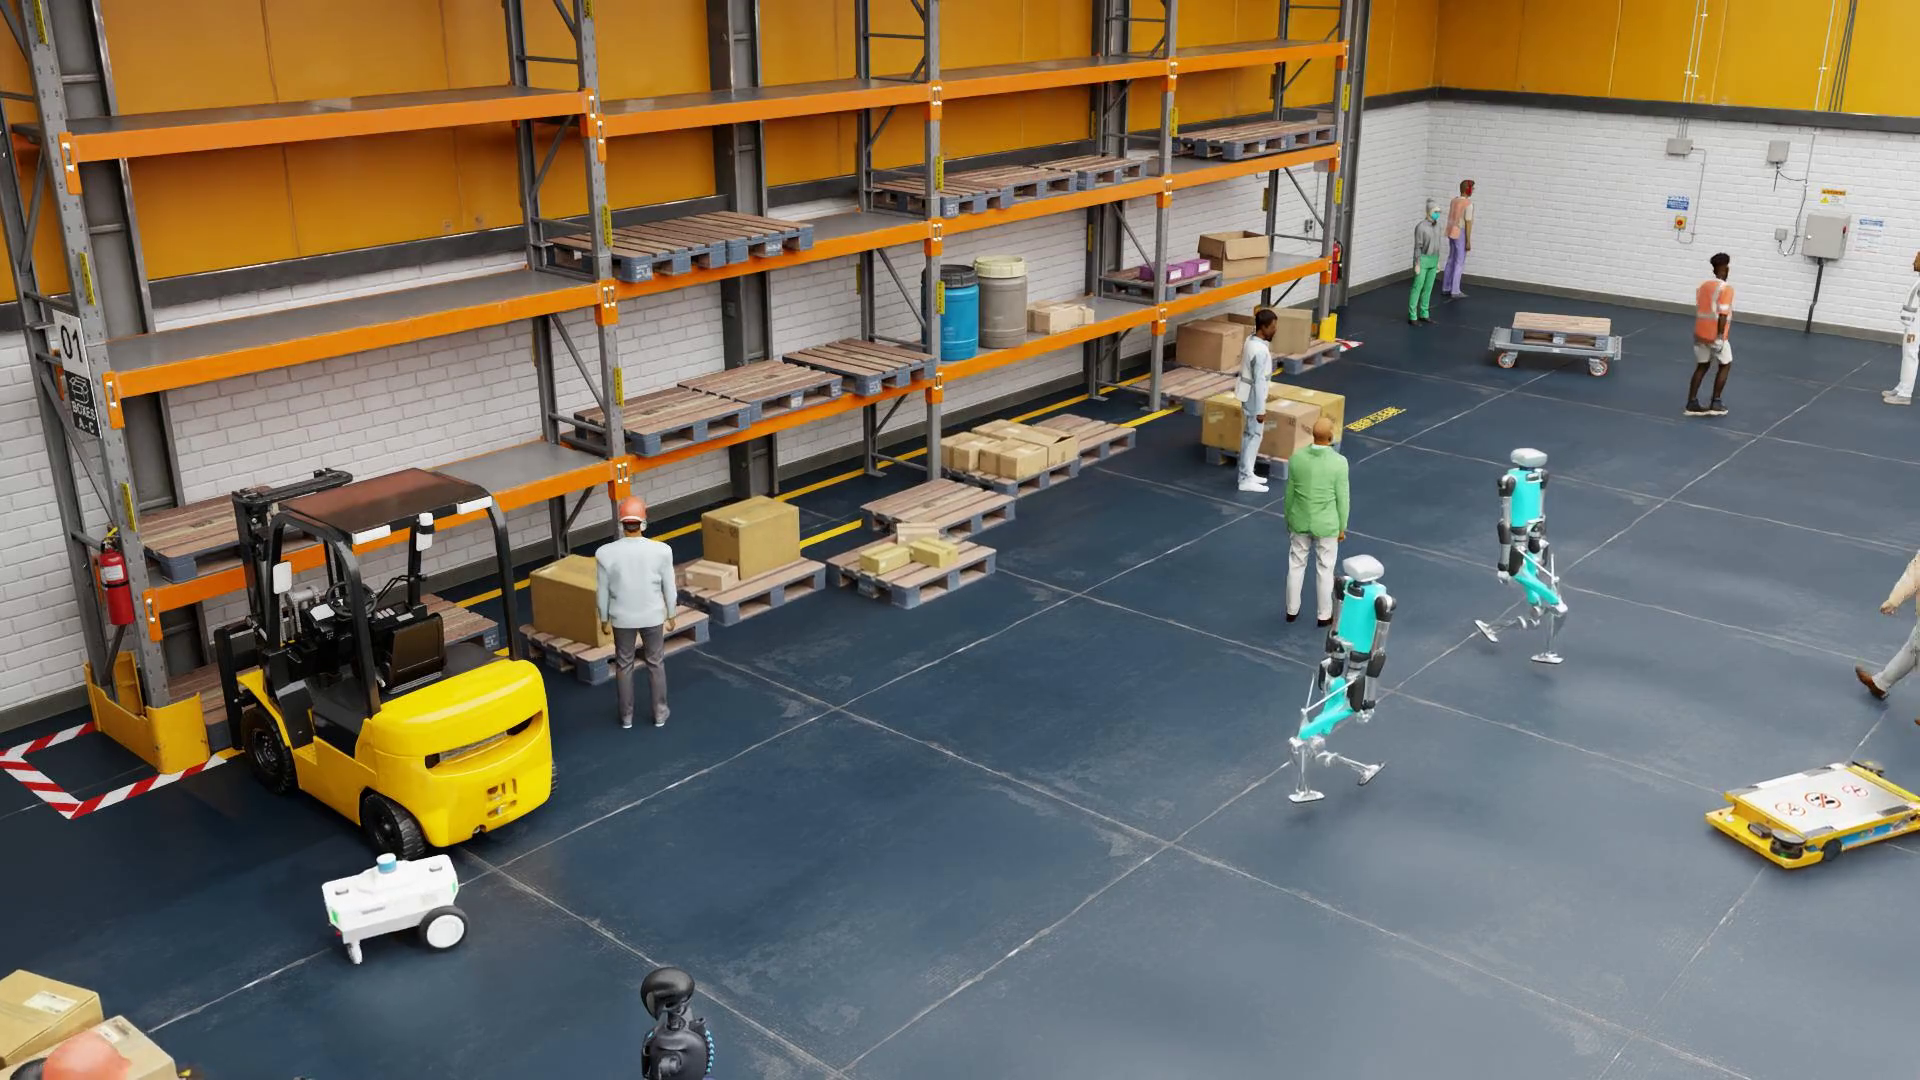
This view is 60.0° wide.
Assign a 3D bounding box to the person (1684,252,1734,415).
[{"bbox_3d":[8.928,-2.437,19.759,0.490,1.924,0.667,-5,21,-14],"label":"person"}]

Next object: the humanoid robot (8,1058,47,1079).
[{"bbox_3d":[-3.292,2.641,6.380,0.590,1.637,0.426,6,21,15],"label":"humanoid robot"}]

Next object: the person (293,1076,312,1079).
[{"bbox_3d":[-2.218,2.702,5.822,0.371,1.938,0.628,-6,21,-17],"label":"person"}]

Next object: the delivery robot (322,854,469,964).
[{"bbox_3d":[-3.220,2.074,9.521,0.768,0.597,0.501,-10,23,-26],"label":"delivery robot"}]

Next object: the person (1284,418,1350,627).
[{"bbox_3d":[2.943,-0.143,13.753,0.543,1.782,0.384,10,23,26],"label":"person"}]

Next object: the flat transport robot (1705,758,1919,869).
[{"bbox_3d":[5.622,1.764,10.772,1.431,0.231,0.659,-9,22,-22],"label":"flat transport robot"}]

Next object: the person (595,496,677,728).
[{"bbox_3d":[-2.323,0.524,12.007,0.571,1.740,0.351,-4,21,-10],"label":"person"}]

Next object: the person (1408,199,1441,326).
[{"bbox_3d":[6.812,-4.056,24.275,0.509,1.841,0.340,-13,24,-32],"label":"person"}]

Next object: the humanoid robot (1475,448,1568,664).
[{"bbox_3d":[4.528,0.186,12.968,0.552,1.723,1.075,-14,24,-33],"label":"humanoid robot"}]

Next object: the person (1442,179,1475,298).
[{"bbox_3d":[7.821,-4.723,26.095,0.392,1.835,0.557,-4,21,-11],"label":"person"}]

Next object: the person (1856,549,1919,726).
[{"bbox_3d":[7.023,0.447,12.089,0.562,1.830,0.938,-11,23,-28],"label":"person"}]

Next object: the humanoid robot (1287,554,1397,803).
[{"bbox_3d":[2.408,0.967,10.810,1.028,1.728,0.550,-9,22,-22],"label":"humanoid robot"}]

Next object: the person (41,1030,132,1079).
[{"bbox_3d":[-2.939,2.640,5.861,0.640,2.026,0.460,5,21,13],"label":"person"}]

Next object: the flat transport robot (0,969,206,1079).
[{"bbox_3d":[-4.016,2.939,7.587,0.659,0.231,1.431,16,26,37],"label":"flat transport robot"}]

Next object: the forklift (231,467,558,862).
[{"bbox_3d":[-3.730,0.710,10.856,2.313,2.155,1.214,17,26,38],"label":"forklift"}]

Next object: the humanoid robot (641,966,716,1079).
[{"bbox_3d":[-1.130,2.467,6.815,0.315,1.655,0.599,-1,20,-2],"label":"humanoid robot"}]

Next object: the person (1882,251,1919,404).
[{"bbox_3d":[11.603,-2.595,20.254,0.351,1.882,0.581,10,22,24],"label":"person"}]

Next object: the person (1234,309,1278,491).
[{"bbox_3d":[3.030,-1.432,17.075,0.418,1.906,0.596,0,20,0],"label":"person"}]
